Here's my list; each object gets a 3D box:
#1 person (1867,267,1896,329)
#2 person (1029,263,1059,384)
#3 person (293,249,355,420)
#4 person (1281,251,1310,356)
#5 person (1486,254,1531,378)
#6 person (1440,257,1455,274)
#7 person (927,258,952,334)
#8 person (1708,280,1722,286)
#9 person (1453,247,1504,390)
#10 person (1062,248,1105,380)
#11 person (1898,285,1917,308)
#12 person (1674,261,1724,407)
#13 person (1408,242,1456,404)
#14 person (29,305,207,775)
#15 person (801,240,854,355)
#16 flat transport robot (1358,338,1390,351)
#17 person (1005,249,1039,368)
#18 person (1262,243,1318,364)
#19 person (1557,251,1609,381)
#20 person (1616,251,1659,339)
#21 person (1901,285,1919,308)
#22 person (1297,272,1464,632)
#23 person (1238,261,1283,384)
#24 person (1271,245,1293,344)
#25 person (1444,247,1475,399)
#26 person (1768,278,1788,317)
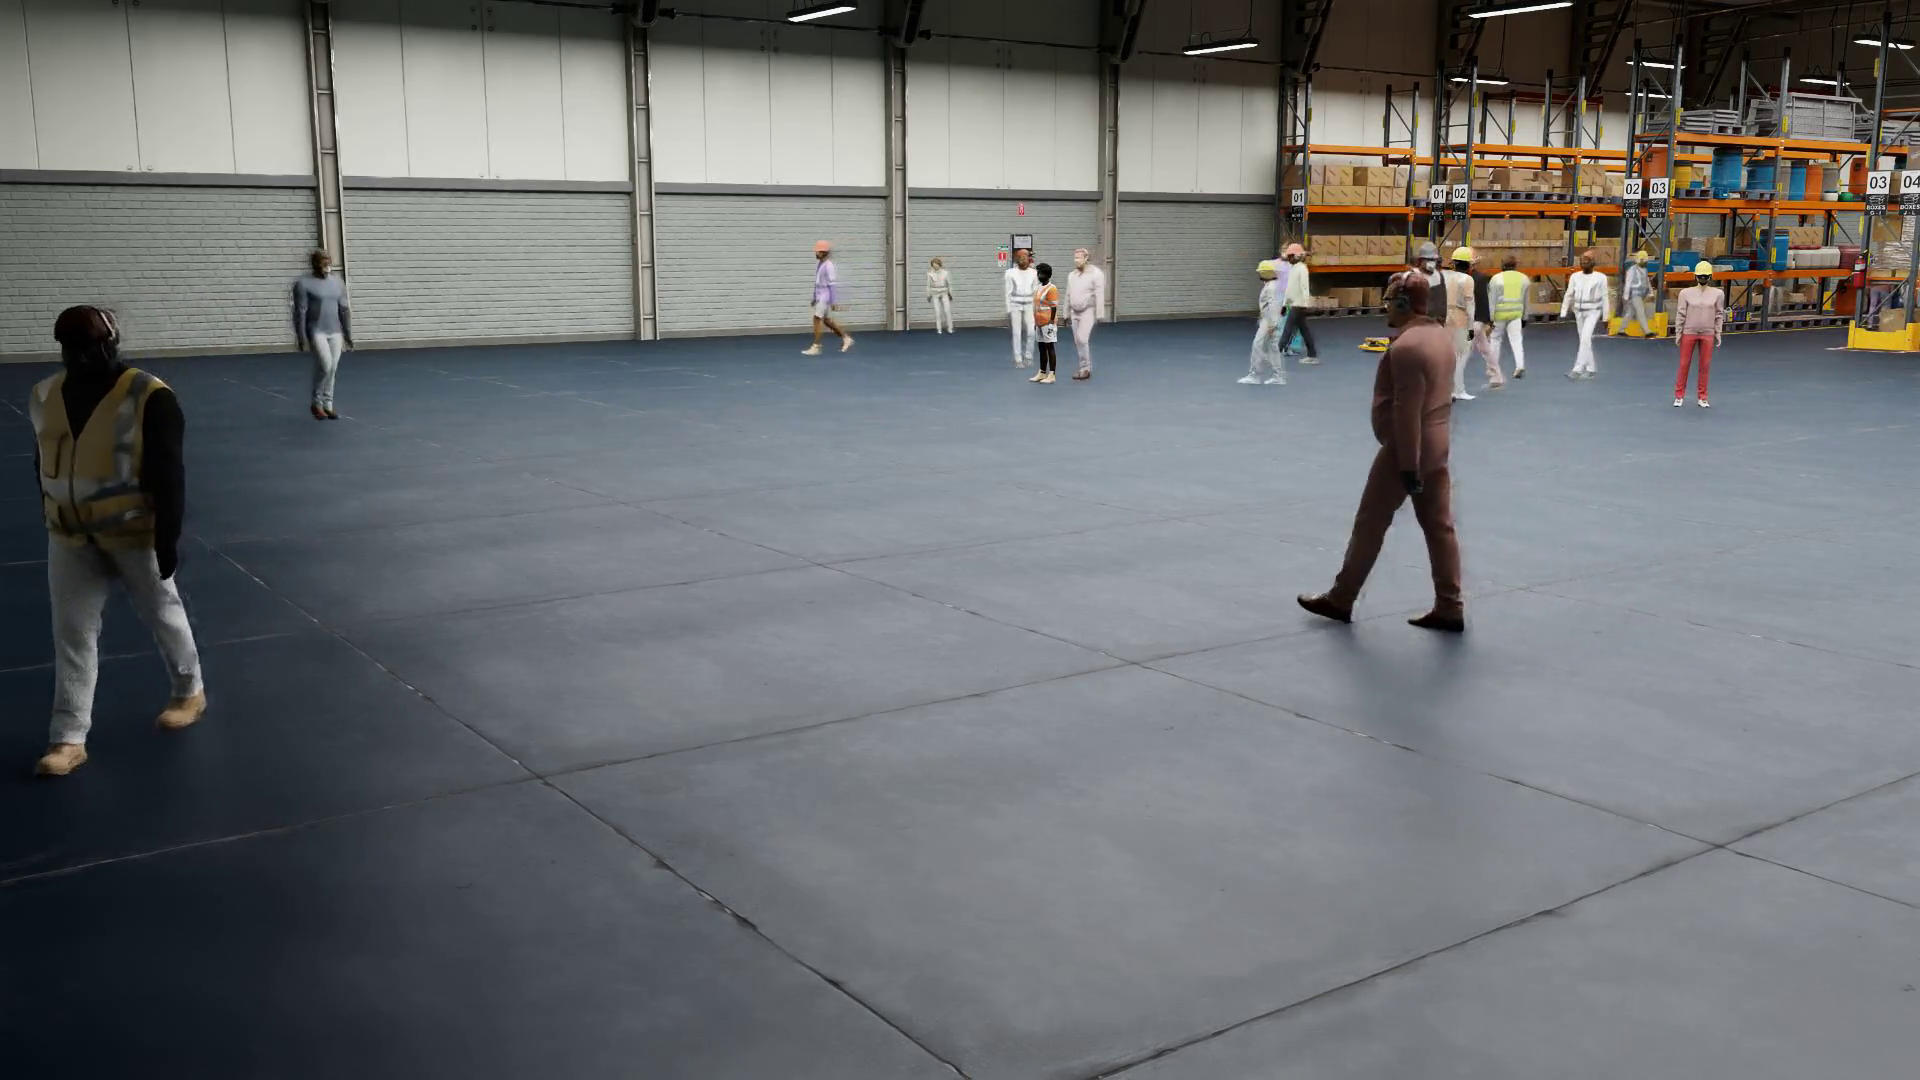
[{"bbox_3d":[20.580,-5.560,37.123,0.880,1.710,0.619,-9,14,-42],"label":"person"},{"bbox_3d":[1.193,-3.045,23.399,0.319,1.695,0.533,-5,11,-25],"label":"person"},{"bbox_3d":[-7.123,-2.288,18.658,0.490,1.921,0.629,6,12,30],"label":"person"},{"bbox_3d":[5.843,-4.080,28.729,0.633,1.808,0.623,1,10,4],"label":"person"},{"bbox_3d":[8.060,-3.280,24.402,0.639,1.810,0.921,-1,10,-5],"label":"person"},{"bbox_3d":[10.021,-4.996,34.267,0.282,1.633,0.500,-10,14,-44],"label":"person"},{"bbox_3d":[-0.443,-5.174,35.290,0.548,1.605,0.431,-1,10,-6],"label":"person"},{"bbox_3d":[20.998,-7.386,46.494,0.448,1.946,0.634,-8,13,-36],"label":"person"},{"bbox_3d":[6.855,-2.952,22.309,1.094,1.910,0.636,0,10,0],"label":"person"},{"bbox_3d":[1.718,-3.242,23.950,0.591,1.885,0.669,-9,14,-41],"label":"person"},{"bbox_3d":[20.637,-5.458,36.116,0.566,1.887,0.988,10,14,42],"label":"person"},{"bbox_3d":[8.932,-2.480,20.107,0.532,1.767,0.328,3,11,14],"label":"person"},{"bbox_3d":[5.632,-2.621,20.128,0.711,2.000,1.005,-2,11,-12],"label":"person"},{"bbox_3d":[-3.380,-0.039,6.655,0.641,1.798,0.950,1,10,4],"label":"person"},{"bbox_3d":[-2.310,-4.234,29.075,0.952,2.012,0.610,-4,11,-20],"label":"person"},{"bbox_3d":[7.988,-3.538,30.006,1.431,0.197,0.652,-1,10,-7],"label":"flat transport robot"},{"bbox_3d":[0.982,-3.602,25.970,0.556,1.865,0.549,-2,11,-11],"label":"person"},{"bbox_3d":[5.349,-3.802,26.869,1.030,1.934,0.642,-1,10,-5],"label":"person"},{"bbox_3d":[8.943,-3.212,23.919,0.953,1.836,0.585,-7,12,-33],"label":"person"},{"bbox_3d":[13.766,-4.965,33.716,0.591,1.775,0.976,-10,14,-43],"label":"person"},{"bbox_3d":[19.255,-4.993,33.437,0.628,1.932,0.364,5,12,26],"label":"person"},{"bbox_3d":[2.278,-0.465,8.781,0.949,1.865,0.642,8,13,39],"label":"person"},{"bbox_3d":[4.196,-3.028,23.223,0.756,1.712,0.515,1,10,7],"label":"person"},{"bbox_3d":[6.210,-4.707,31.953,0.642,1.898,0.955,2,11,12],"label":"person"},{"bbox_3d":[6.323,-2.747,21.127,0.368,1.927,0.587,-5,12,-26],"label":"person"},{"bbox_3d":[20.419,-6.319,41.621,0.543,1.589,0.843,9,14,42],"label":"person"}]
